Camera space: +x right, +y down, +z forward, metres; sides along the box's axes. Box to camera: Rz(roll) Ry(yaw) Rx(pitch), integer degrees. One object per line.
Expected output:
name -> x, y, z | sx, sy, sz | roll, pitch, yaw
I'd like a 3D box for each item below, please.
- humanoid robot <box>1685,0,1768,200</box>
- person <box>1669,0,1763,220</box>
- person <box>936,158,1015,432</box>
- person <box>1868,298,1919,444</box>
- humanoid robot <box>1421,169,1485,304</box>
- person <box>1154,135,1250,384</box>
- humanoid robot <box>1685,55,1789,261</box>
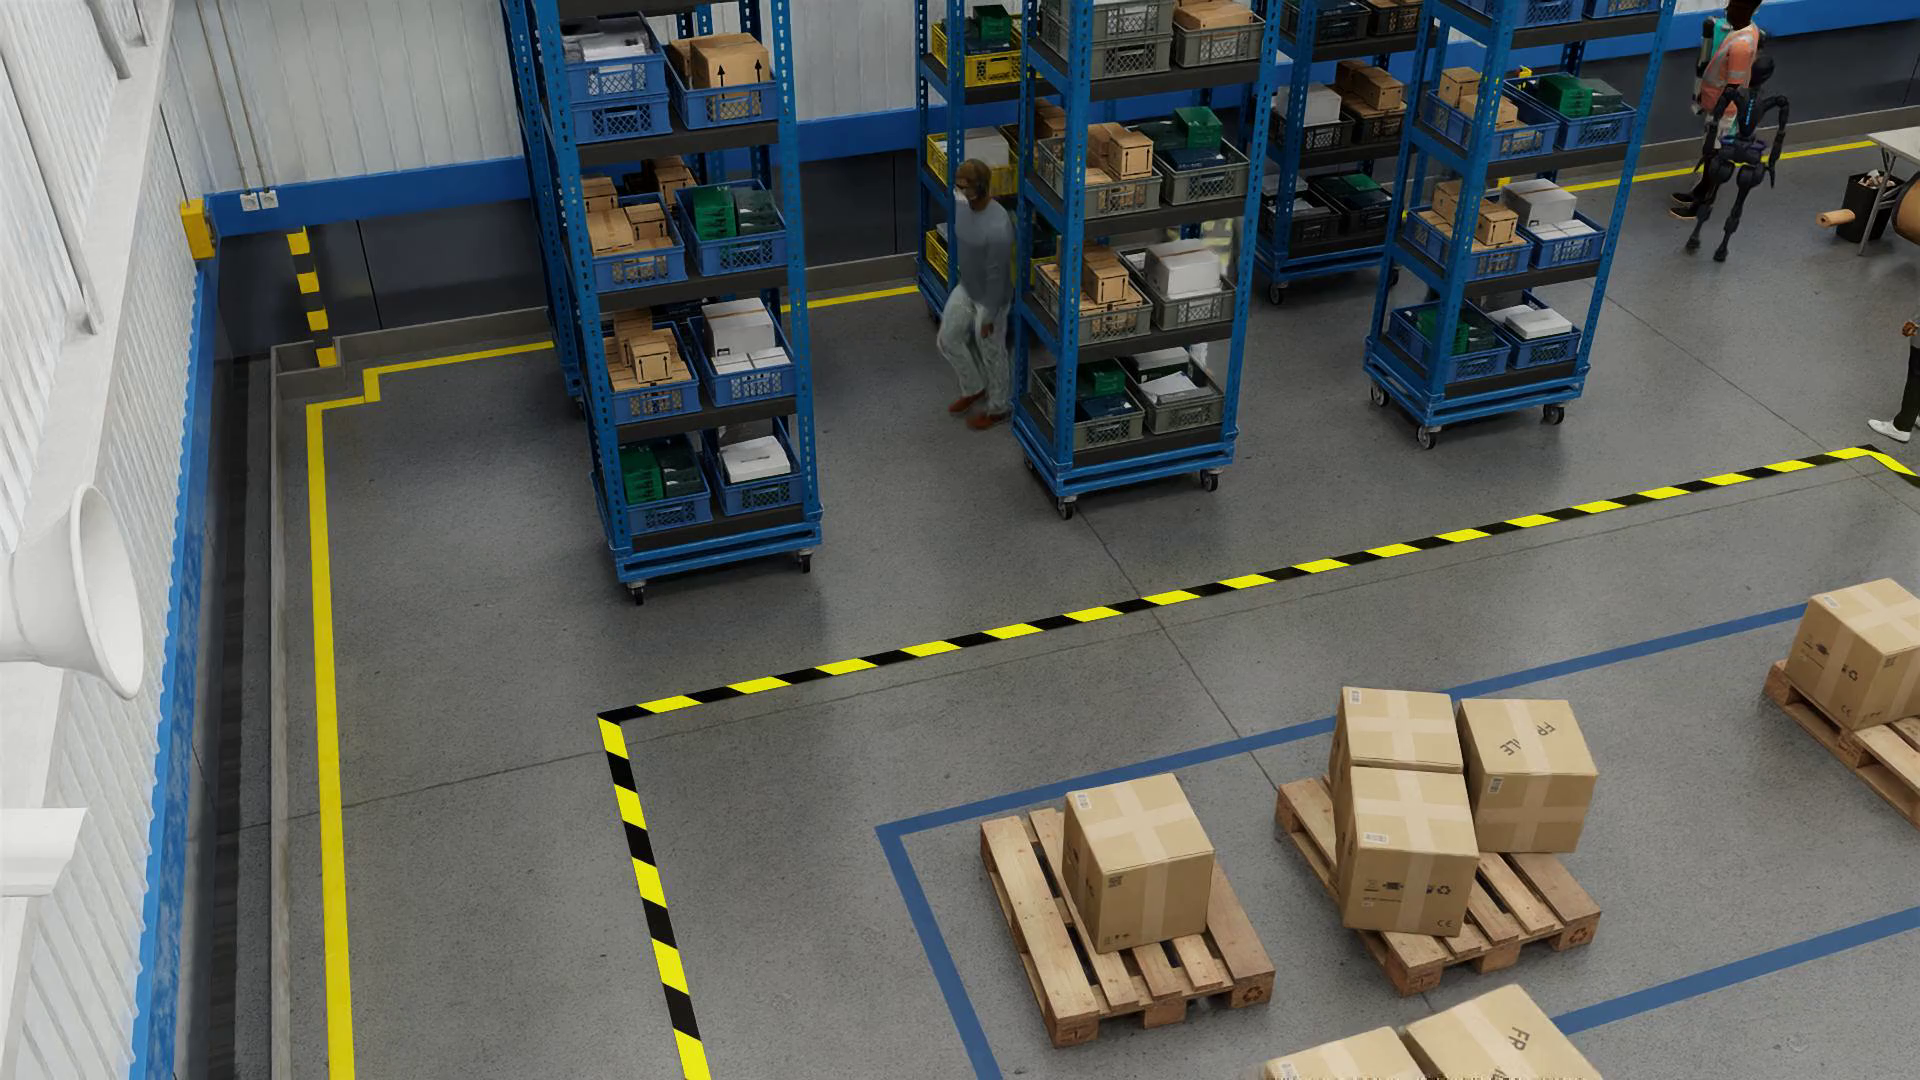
humanoid robot -> 6.542, -3.755, 14.098 | 0.901, 1.741, 0.529 | -26, 43, -32
person -> 6.258, -3.602, 13.690 | 0.367, 1.966, 0.601 | 15, 38, 20
person -> 0.112, -1.565, 10.846 | 0.522, 1.919, 0.637 | -19, 39, -25
person -> 6.398, -1.505, 10.816 | 0.596, 1.850, 0.398 | -12, 37, -16
humanoid robot -> 3.437, -2.106, 11.858 | 0.679, 1.616, 0.588 | -3, 35, -4
person -> 1.695, -2.013, 11.593 | 0.691, 1.784, 0.913 | 14, 37, 18
humanoid robot -> 6.132, -3.008, 13.088 | 0.603, 1.648, 0.374 | 19, 39, 25
